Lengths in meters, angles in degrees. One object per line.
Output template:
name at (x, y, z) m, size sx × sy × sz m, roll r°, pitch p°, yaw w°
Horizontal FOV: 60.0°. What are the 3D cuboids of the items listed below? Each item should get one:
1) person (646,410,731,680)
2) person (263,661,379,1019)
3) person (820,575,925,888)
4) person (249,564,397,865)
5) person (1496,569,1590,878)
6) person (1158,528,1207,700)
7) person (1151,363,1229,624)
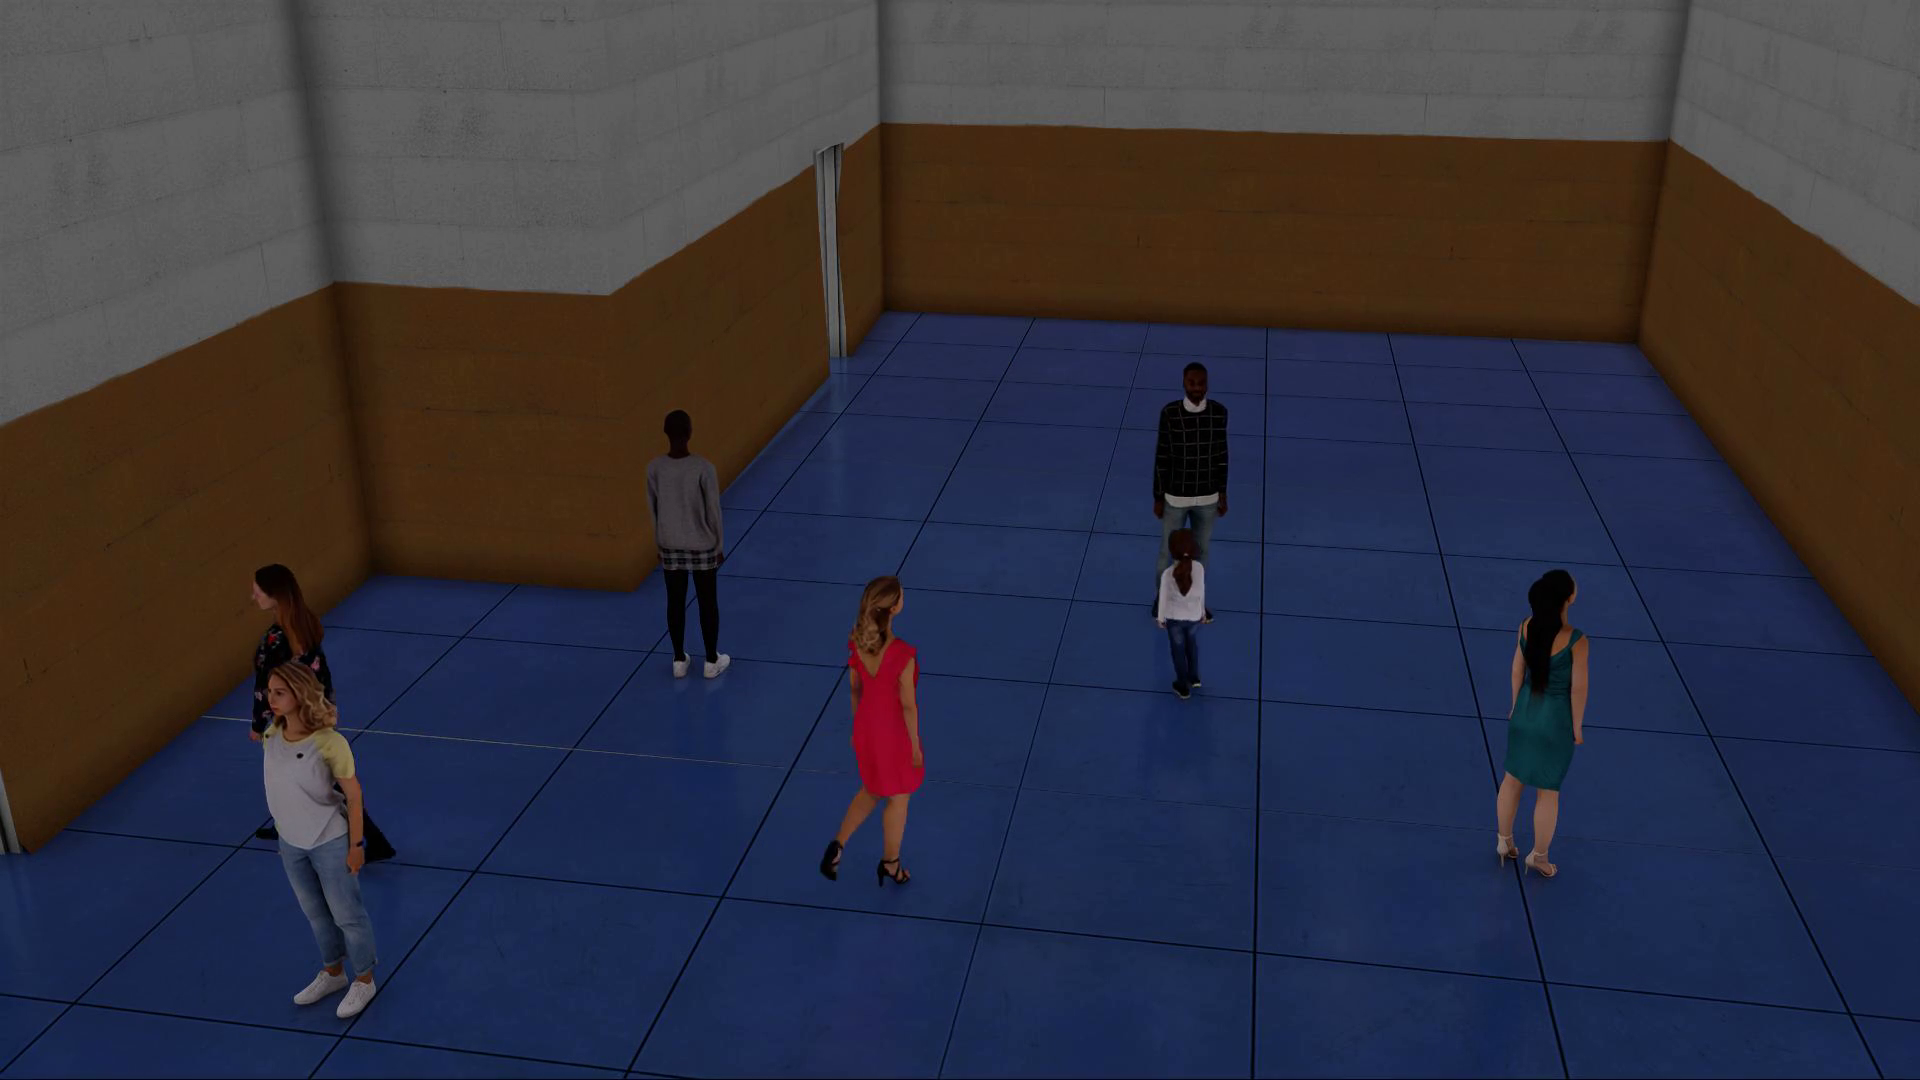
person at (-1.714, 0.030, 10.453) m, size 0.481 × 1.772 × 0.676 m, roll 3°, pitch 22°, yaw 6°
person at (-2.815, 1.309, 7.316) m, size 0.551 × 1.722 × 0.734 m, roll 9°, pitch 24°, yaw 21°
person at (-0.435, 0.994, 8.135) m, size 0.892 × 1.711 × 0.868 m, roll -19°, pitch 29°, yaw -39°
person at (-3.235, 0.931, 8.386) m, size 1.077 × 1.641 × 0.606 m, roll 3°, pitch 22°, yaw 7°
person at (2.926, 0.919, 8.360) m, size 0.687 × 1.683 × 0.611 m, roll -18°, pitch 28°, yaw -37°
person at (1.396, 0.472, 10.253) m, size 0.519 × 1.101 × 0.597 m, roll -6°, pitch 23°, yaw -15°
person at (1.556, -0.347, 11.292) m, size 0.684 × 1.847 × 0.818 m, roll -3°, pitch 22°, yaw -8°
